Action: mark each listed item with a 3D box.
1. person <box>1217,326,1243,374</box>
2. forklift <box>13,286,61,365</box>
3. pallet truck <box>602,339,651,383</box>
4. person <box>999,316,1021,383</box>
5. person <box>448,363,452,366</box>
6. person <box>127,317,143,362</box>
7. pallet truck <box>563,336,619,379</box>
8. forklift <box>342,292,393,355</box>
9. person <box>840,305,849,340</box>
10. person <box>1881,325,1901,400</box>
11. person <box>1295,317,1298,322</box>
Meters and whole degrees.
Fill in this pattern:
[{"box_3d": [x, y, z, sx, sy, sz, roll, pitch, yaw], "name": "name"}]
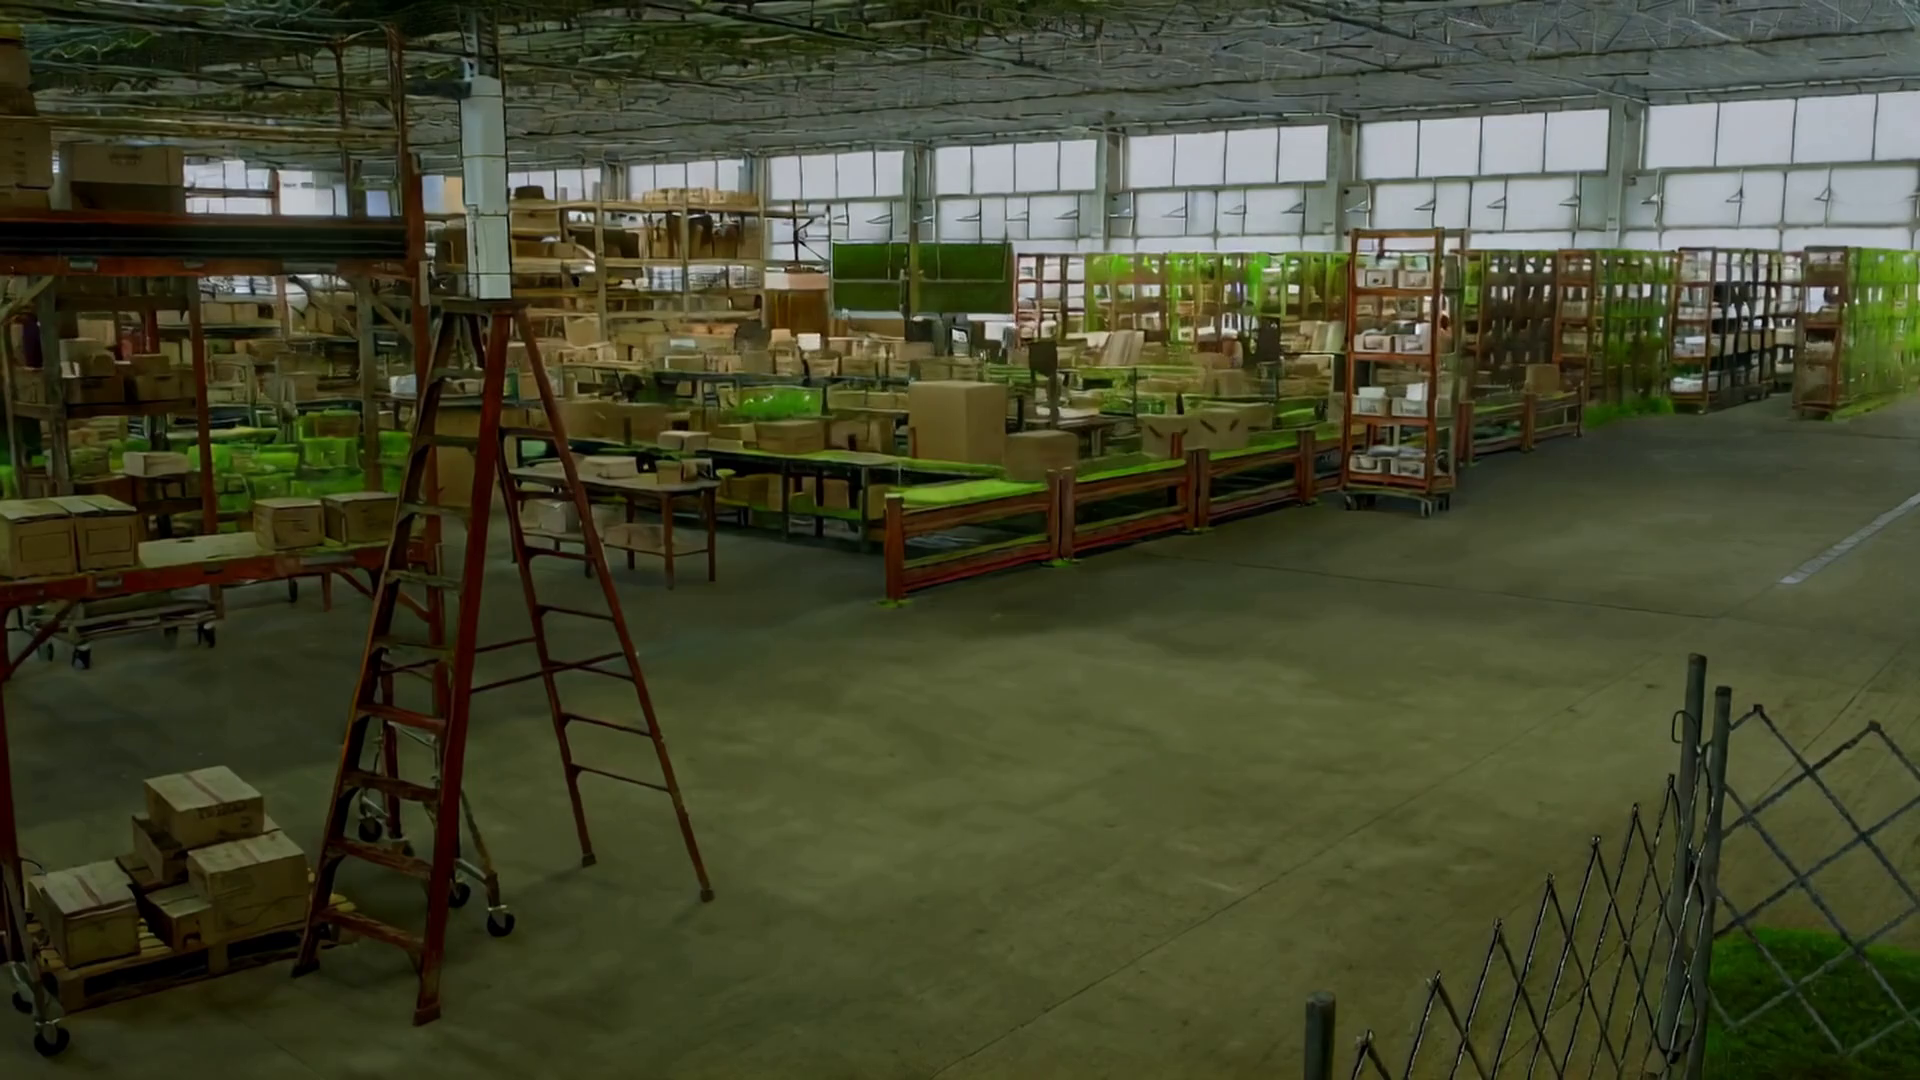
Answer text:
[{"box_3d": [6.161, -3.954, 37.964, 0.588, 1.835, 0.403, 3, 10, 18], "name": "person"}, {"box_3d": [-24.135, -5.395, 43.700, 1.873, 2.768, 1.129, 7, 11, 37], "name": "forklift"}, {"box_3d": [-8.991, -4.871, 45.351, 0.653, 1.274, 1.630, 7, 11, 37], "name": "pallet truck"}, {"box_3d": [1.371, -5.198, 45.604, 0.659, 1.873, 0.660, -4, 10, -22], "name": "person"}, {"box_3d": [-14.843, -5.429, 47.851, 0.654, 1.608, 0.508, -6, 11, -32], "name": "person"}, {"box_3d": [-21.338, -4.838, 43.263, 0.841, 1.909, 0.647, -3, 10, -18], "name": "person"}, {"box_3d": [-10.690, -5.294, 48.215, 1.601, 1.201, 0.680, -5, 10, -26], "name": "pallet truck"}, {"box_3d": [-16.485, -5.622, 45.120, 1.129, 2.768, 1.873, 7, 11, 37], "name": "forklift"}, {"box_3d": [-4.835, -8.850, 68.856, 0.572, 1.721, 0.518, 8, 12, 42], "name": "person"}, {"box_3d": [22.198, -4.272, 39.996, 0.827, 1.822, 0.572, 6, 11, 34], "name": "person"}, {"box_3d": [10.287, -6.049, 50.589, 0.413, 1.986, 0.607, 7, 12, 37], "name": "person"}]
